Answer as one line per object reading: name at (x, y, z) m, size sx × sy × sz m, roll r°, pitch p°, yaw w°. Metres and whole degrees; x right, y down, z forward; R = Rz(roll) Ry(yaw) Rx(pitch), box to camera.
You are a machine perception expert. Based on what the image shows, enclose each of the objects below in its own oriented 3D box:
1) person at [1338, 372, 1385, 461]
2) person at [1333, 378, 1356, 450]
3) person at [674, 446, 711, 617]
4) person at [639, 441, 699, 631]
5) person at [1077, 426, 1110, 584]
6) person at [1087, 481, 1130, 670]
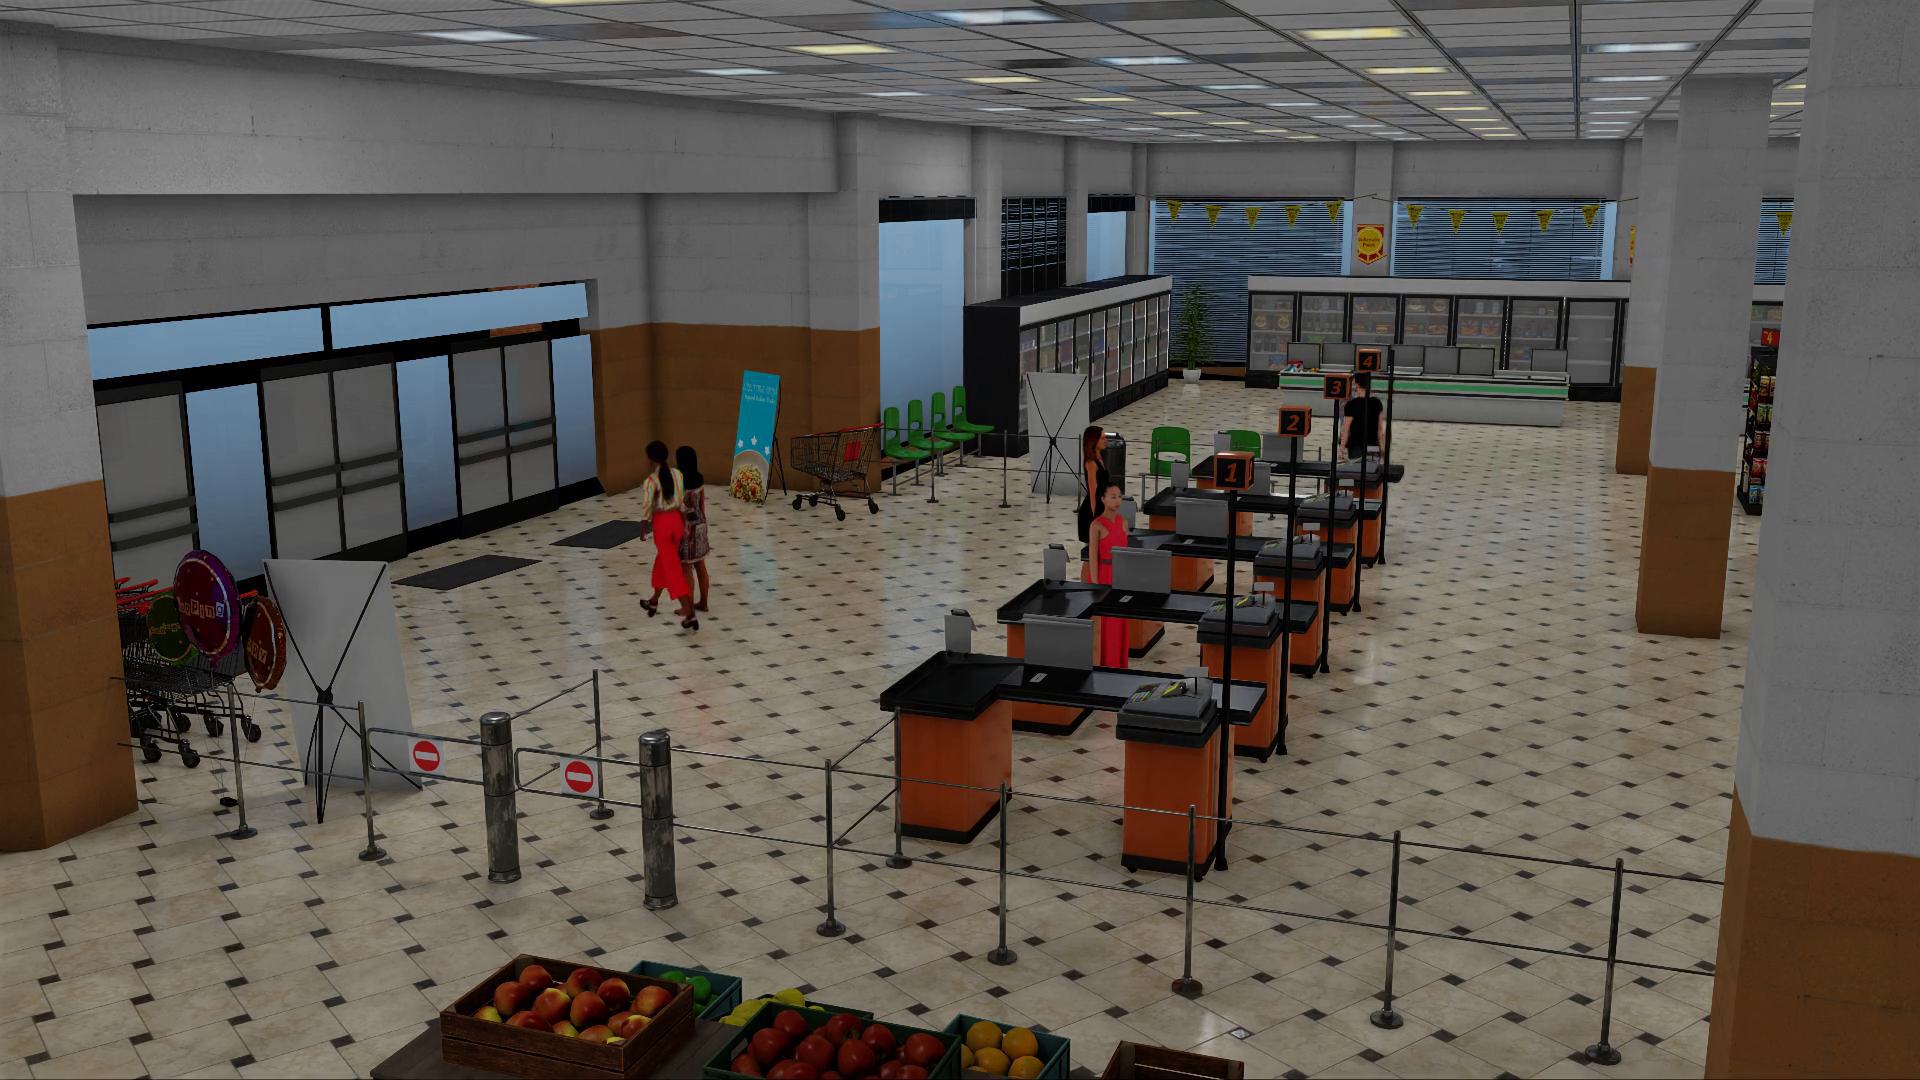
person at (4.911, -1.076, 20.089) m, size 0.788 × 1.882 × 0.879 m, roll -3°, pitch 12°, yaw -15°
person at (6.105, -2.017, 26.271) m, size 0.827 × 1.176 × 0.813 m, roll -3°, pitch 12°, yaw -13°
person at (-2.609, -0.097, 16.016) m, size 0.604 × 1.644 × 0.694 m, roll 7°, pitch 14°, yaw 31°
person at (-2.636, 0.000, 15.304) m, size 1.162 × 1.747 × 0.856 m, roll 11°, pitch 16°, yaw 41°
person at (1.284, -0.185, 15.969) m, size 0.577 × 1.835 × 0.617 m, roll 2°, pitch 12°, yaw 10°
person at (1.206, 0.368, 13.605) m, size 0.710 × 1.727 × 0.731 m, roll -10°, pitch 15°, yaw -38°
